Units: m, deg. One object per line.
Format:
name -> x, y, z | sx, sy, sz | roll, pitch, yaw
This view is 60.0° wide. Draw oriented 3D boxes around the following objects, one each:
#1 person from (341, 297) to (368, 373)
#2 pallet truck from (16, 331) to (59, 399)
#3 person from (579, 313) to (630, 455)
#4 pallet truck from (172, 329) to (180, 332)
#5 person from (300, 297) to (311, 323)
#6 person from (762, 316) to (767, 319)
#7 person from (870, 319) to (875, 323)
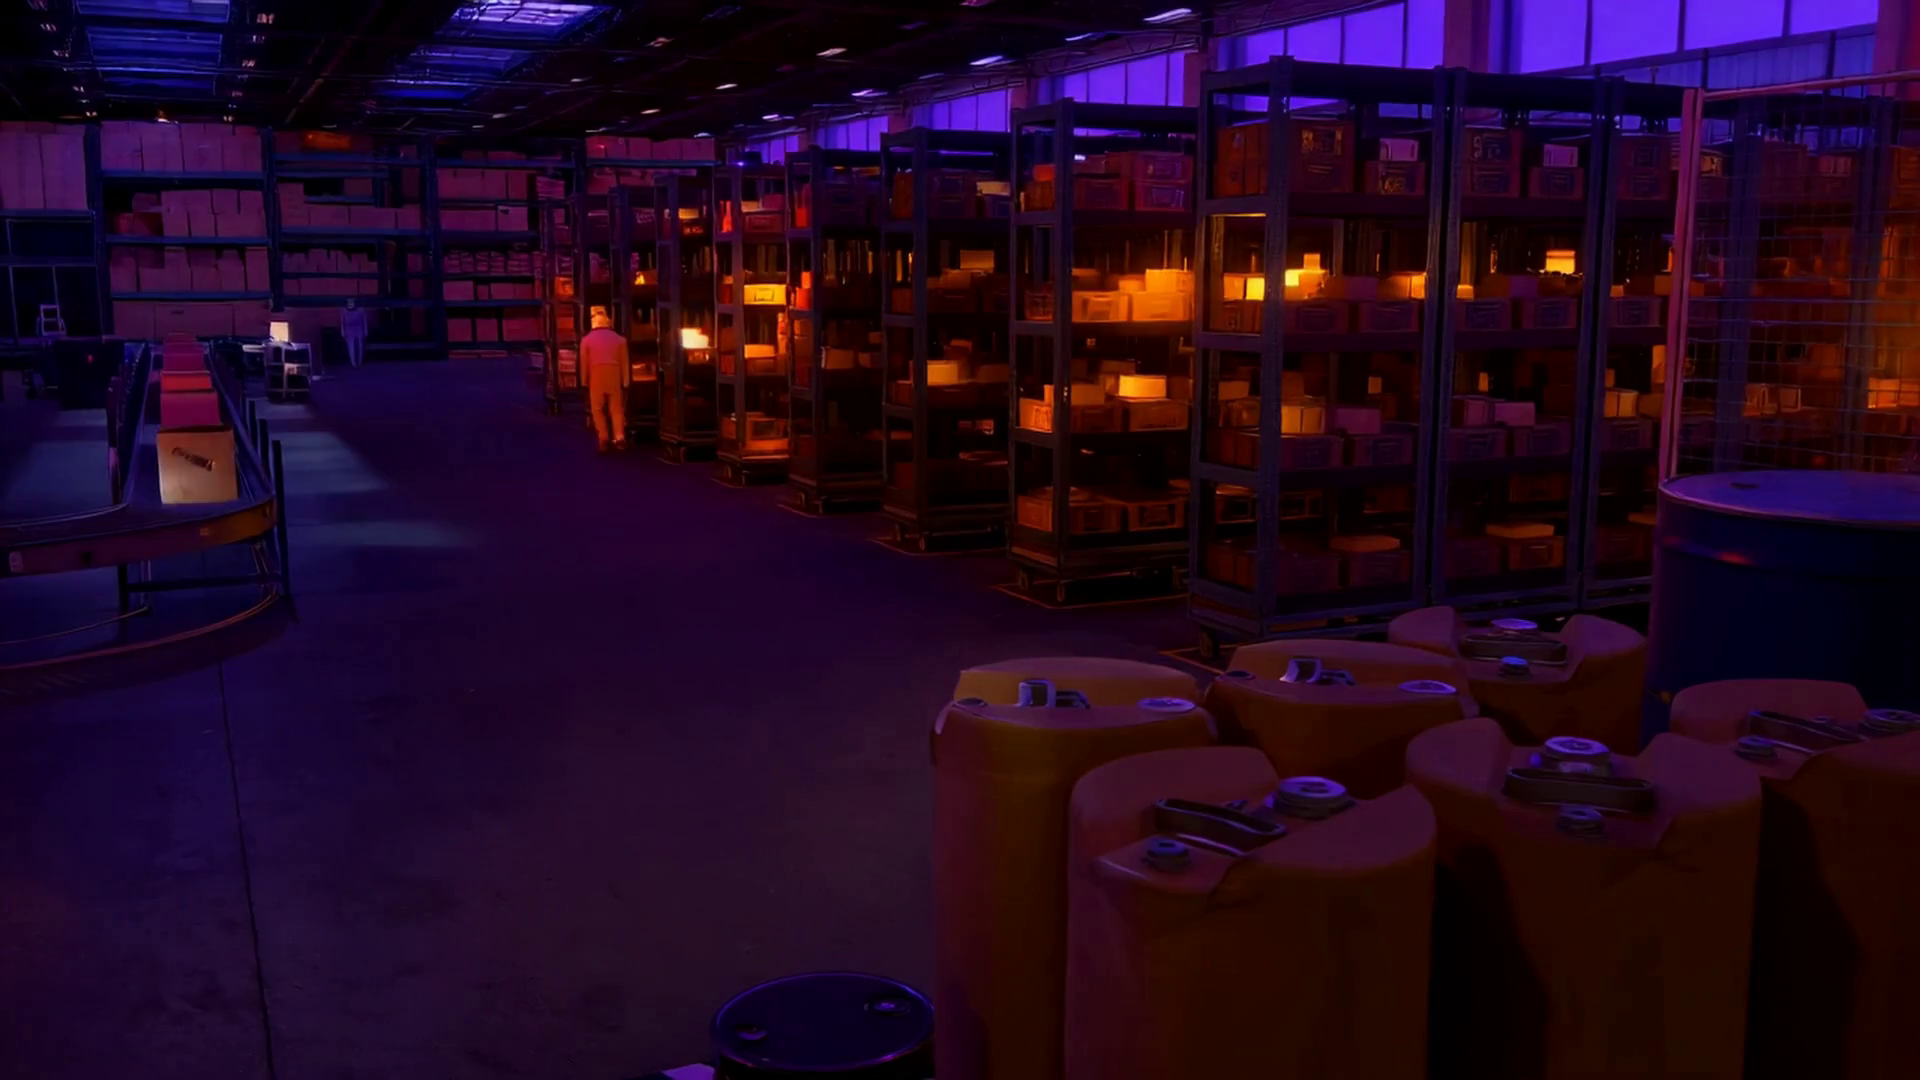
person -> -14.566, -4.936, 40.016 | 0.605, 1.810, 0.671 | -4, 10, -21
pallet truck -> -17.082, -3.353, 31.781 | 1.630, 1.274, 0.653 | -4, 10, -25
person -> -4.692, -2.058, 22.003 | 0.655, 1.875, 0.495 | -5, 10, -28
pallet truck -> -17.275, -3.851, 35.096 | 1.601, 1.201, 0.680 | 0, 9, 1
person -> -18.249, -5.905, 46.292 | 0.895, 1.711, 0.543 | -3, 9, -15
person -> -4.506, -4.507, 37.658 | 0.779, 1.715, 0.578 | 5, 10, 29
person -> -2.736, -6.342, 48.504 | 0.660, 1.886, 0.545 | 3, 10, 16
